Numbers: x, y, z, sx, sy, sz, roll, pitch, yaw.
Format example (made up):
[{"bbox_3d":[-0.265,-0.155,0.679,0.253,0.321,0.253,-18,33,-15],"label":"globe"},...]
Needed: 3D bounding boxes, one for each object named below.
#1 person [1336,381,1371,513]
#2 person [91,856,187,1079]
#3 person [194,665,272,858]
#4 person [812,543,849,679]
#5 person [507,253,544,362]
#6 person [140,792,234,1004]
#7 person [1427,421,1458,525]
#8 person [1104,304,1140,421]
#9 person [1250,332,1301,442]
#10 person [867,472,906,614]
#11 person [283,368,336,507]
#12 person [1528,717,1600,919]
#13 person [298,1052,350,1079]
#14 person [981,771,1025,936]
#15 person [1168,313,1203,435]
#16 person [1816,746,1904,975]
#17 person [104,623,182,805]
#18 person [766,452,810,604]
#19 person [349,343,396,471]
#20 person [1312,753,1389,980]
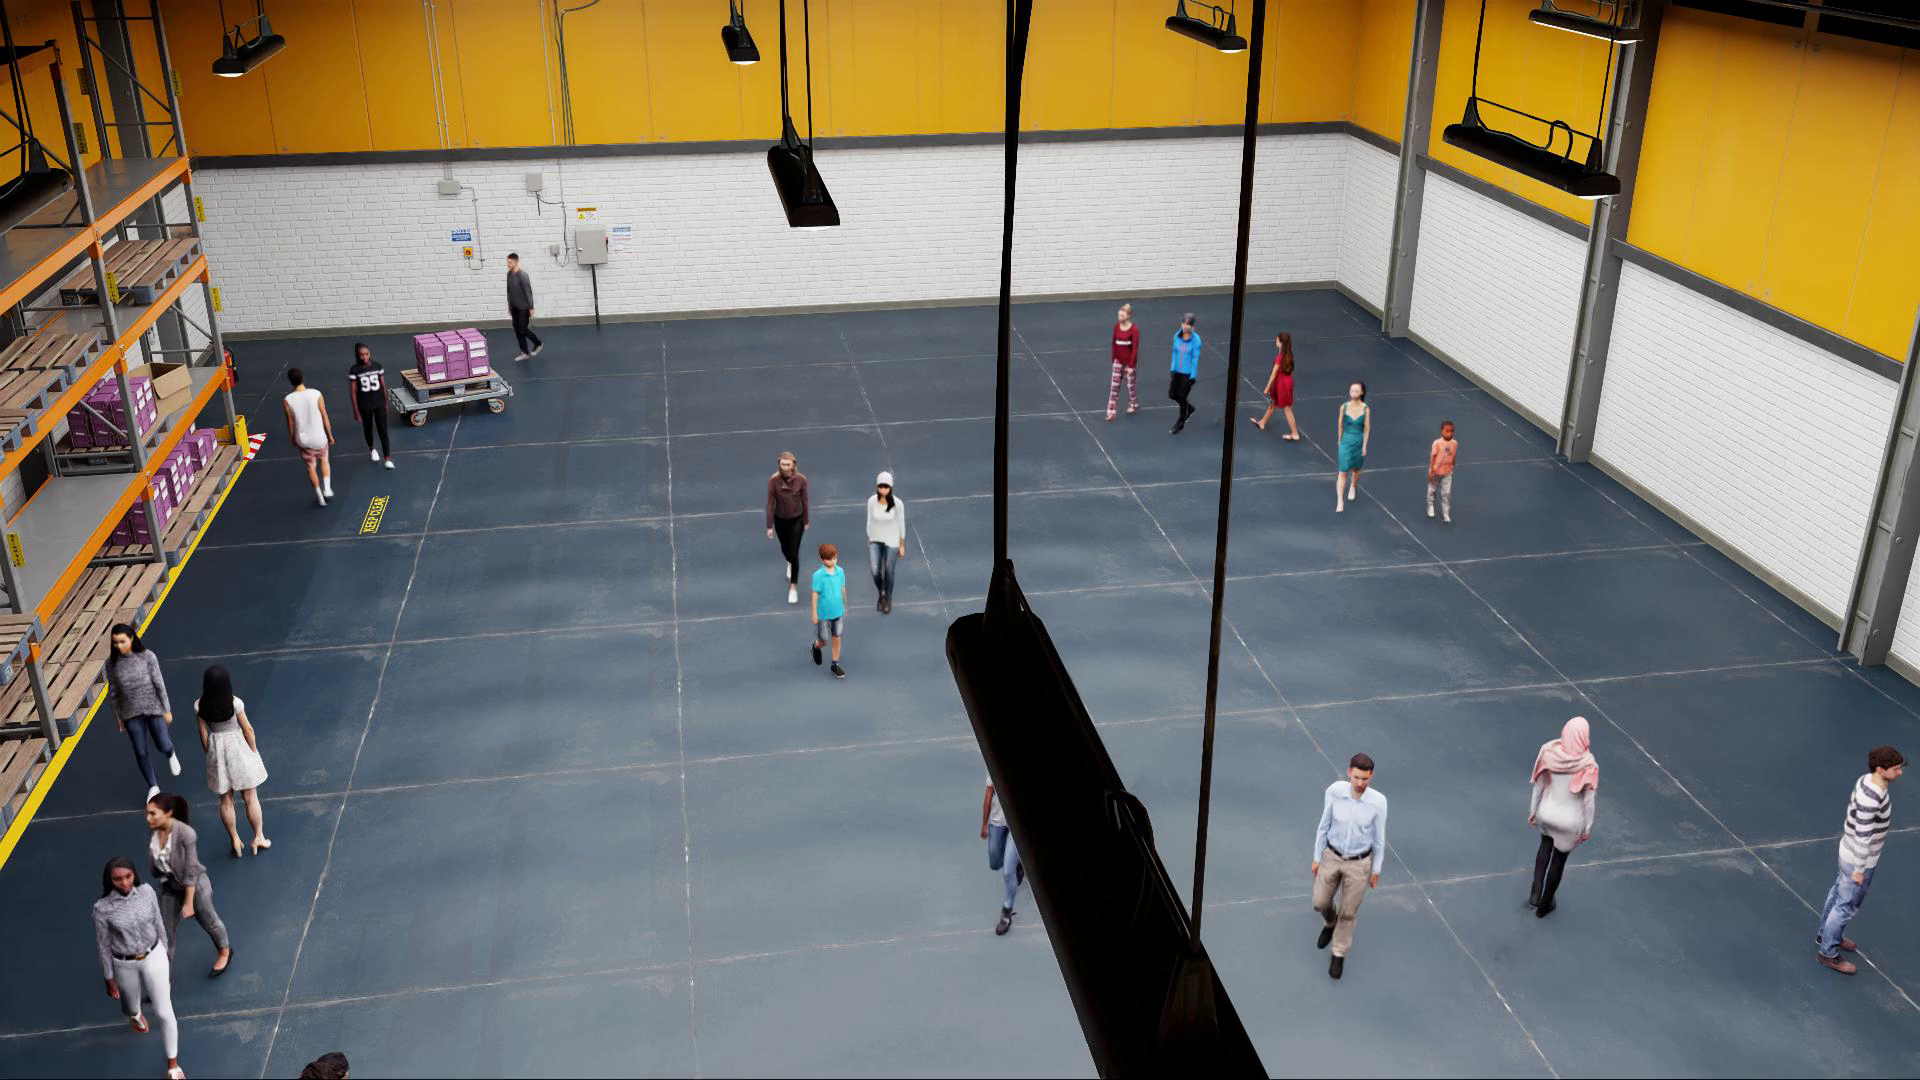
[{"bbox_3d":[4.974,-1.191,20.957,0.865,1.633,1.096,7,25,17],"label":"person"},{"bbox_3d":[-5.702,2.914,11.488,0.930,1.696,1.200,-17,29,-33],"label":"person"},{"bbox_3d":[-6.070,1.835,13.861,0.656,1.772,0.642,-2,24,-5],"label":"person"},{"bbox_3d":[-1.356,0.686,16.900,0.683,1.444,0.803,-15,28,-30],"label":"person"},{"bbox_3d":[-6.985,-3.752,26.676,0.842,1.746,0.902,18,29,35],"label":"person"},{"bbox_3d":[-5.675,2.563,12.349,0.926,1.649,1.080,9,25,19],"label":"person"},{"bbox_3d":[5.954,-0.874,20.674,0.612,1.278,0.915,1,24,2],"label":"person"},{"bbox_3d":[2.440,-2.567,24.080,1.029,1.653,1.112,14,27,29],"label":"person"},{"bbox_3d":[4.570,-2.104,23.210,1.087,1.502,0.986,18,29,35],"label":"person"},{"bbox_3d":[-0.806,-0.003,18.233,0.668,1.638,0.679,4,24,9],"label":"person"},{"bbox_3d":[-8.177,-1.259,20.948,0.751,1.765,0.748,-10,26,-22],"label":"person"},{"bbox_3d":[4.649,2.209,12.973,0.764,1.798,0.832,18,29,35],"label":"person"},{"bbox_3d":[-3.660,3.714,9.773,0.785,1.605,0.956,4,24,9],"label":"person"},{"bbox_3d":[0.417,2.220,13.068,0.921,1.703,1.021,12,26,25],"label":"person"},{"bbox_3d":[3.230,-2.361,23.442,0.895,1.786,0.843,-17,29,-33],"label":"person"},{"bbox_3d":[6.770,2.362,12.556,0.786,1.853,0.697,12,26,26],"label":"person"},{"bbox_3d":[-7.217,1.484,14.733,0.650,1.718,0.784,-6,24,-13],"label":"person"},{"bbox_3d":[-1.923,-0.218,18.698,0.761,1.661,1.177,0,24,0],"label":"person"},{"bbox_3d":[-7.910,-1.793,22.277,0.926,1.680,1.251,-14,27,-28],"label":"person"},{"bbox_3d":[2.923,2.386,12.529,0.880,1.829,0.966,9,25,19],"label":"person"}]
